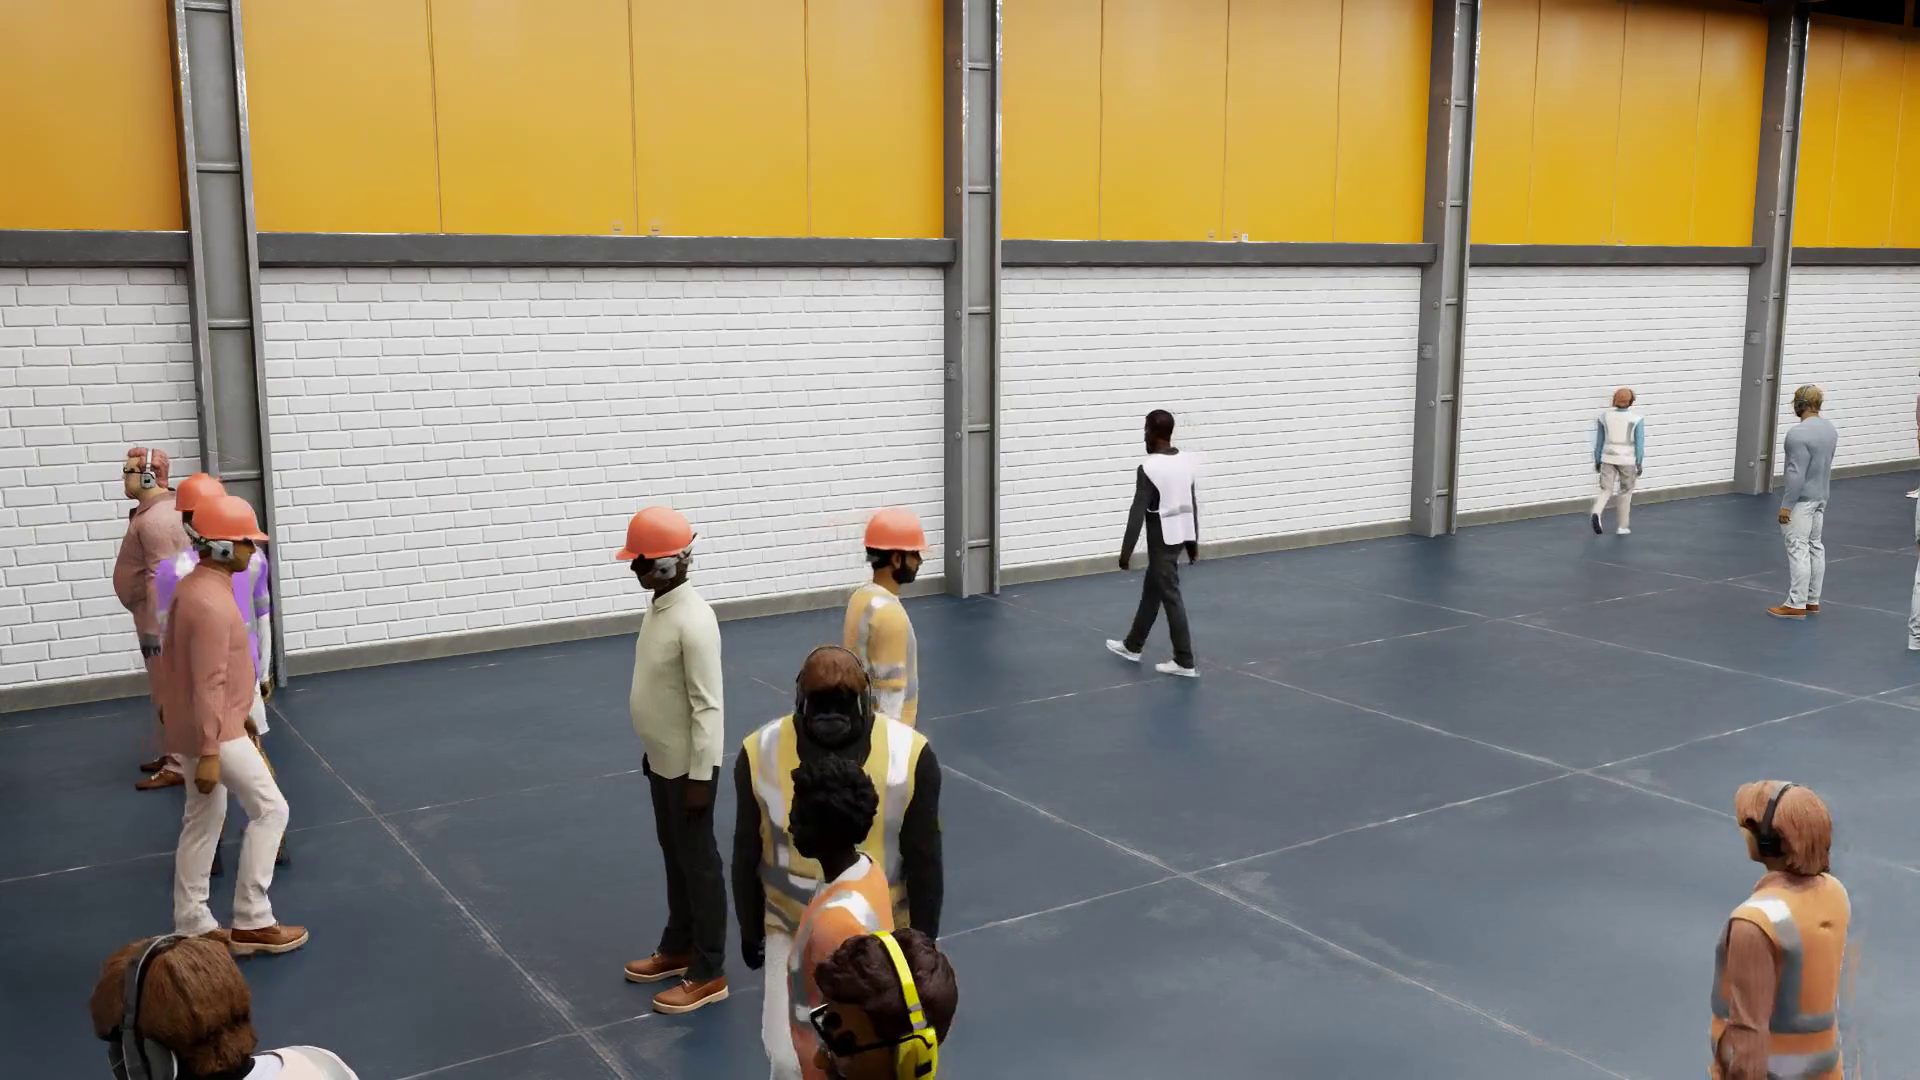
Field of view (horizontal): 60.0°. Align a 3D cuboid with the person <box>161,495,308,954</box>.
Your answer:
[{"bbox_3d":[-3.051,0.787,6.992,0.661,1.966,0.617,-7,12,-35],"label":"person"}]

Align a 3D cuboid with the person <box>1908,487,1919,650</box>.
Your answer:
[{"bbox_3d":[7.395,-0.008,12.447,0.324,1.743,0.490,-3,10,-18],"label":"person"}]

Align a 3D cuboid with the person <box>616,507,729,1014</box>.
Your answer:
[{"bbox_3d":[-1.123,0.851,6.536,0.391,1.989,0.610,-5,11,-26],"label":"person"}]

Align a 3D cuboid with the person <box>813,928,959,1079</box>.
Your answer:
[{"bbox_3d":[-0.088,1.536,2.794,0.312,1.862,0.532,-8,12,-40],"label":"person"}]

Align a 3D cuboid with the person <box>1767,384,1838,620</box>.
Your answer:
[{"bbox_3d":[6.951,-0.312,13.699,0.635,1.936,0.352,-7,12,-38],"label":"person"}]

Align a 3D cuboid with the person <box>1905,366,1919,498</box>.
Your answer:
[{"bbox_3d":[12.055,-1.402,20.769,0.306,1.772,0.527,6,11,33],"label":"person"}]

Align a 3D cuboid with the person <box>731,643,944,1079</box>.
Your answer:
[{"bbox_3d":[-0.369,1.192,5.021,0.635,1.813,0.624,-1,9,-6],"label":"person"}]

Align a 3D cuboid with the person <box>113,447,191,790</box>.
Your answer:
[{"bbox_3d":[-4.503,0.430,9.325,0.409,1.908,0.642,-4,10,-21],"label":"person"}]

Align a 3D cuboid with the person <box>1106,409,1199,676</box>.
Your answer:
[{"bbox_3d":[1.341,0.007,11.922,0.910,1.880,0.624,7,12,38],"label":"person"}]

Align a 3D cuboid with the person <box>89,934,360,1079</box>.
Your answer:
[{"bbox_3d":[-1.261,1.544,2.821,0.429,1.839,0.623,2,10,12],"label":"person"}]

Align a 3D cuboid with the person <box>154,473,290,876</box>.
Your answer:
[{"bbox_3d":[-3.537,0.655,7.933,0.499,1.935,0.568,7,12,37],"label":"person"}]

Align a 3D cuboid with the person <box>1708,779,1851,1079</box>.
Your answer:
[{"bbox_3d":[2.136,1.406,4.386,0.538,1.589,0.878,-7,11,-34],"label":"person"}]

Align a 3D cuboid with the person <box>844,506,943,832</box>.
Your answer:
[{"bbox_3d":[-0.299,0.816,6.946,0.426,1.921,0.564,-3,10,-16],"label":"person"}]

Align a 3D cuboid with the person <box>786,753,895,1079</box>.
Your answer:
[{"bbox_3d":[-0.185,1.376,4.337,0.650,1.677,0.542,0,9,2],"label":"person"}]

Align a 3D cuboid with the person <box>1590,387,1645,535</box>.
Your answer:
[{"bbox_3d":[7.016,-0.826,17.789,0.524,1.614,0.644,8,12,40],"label":"person"}]
